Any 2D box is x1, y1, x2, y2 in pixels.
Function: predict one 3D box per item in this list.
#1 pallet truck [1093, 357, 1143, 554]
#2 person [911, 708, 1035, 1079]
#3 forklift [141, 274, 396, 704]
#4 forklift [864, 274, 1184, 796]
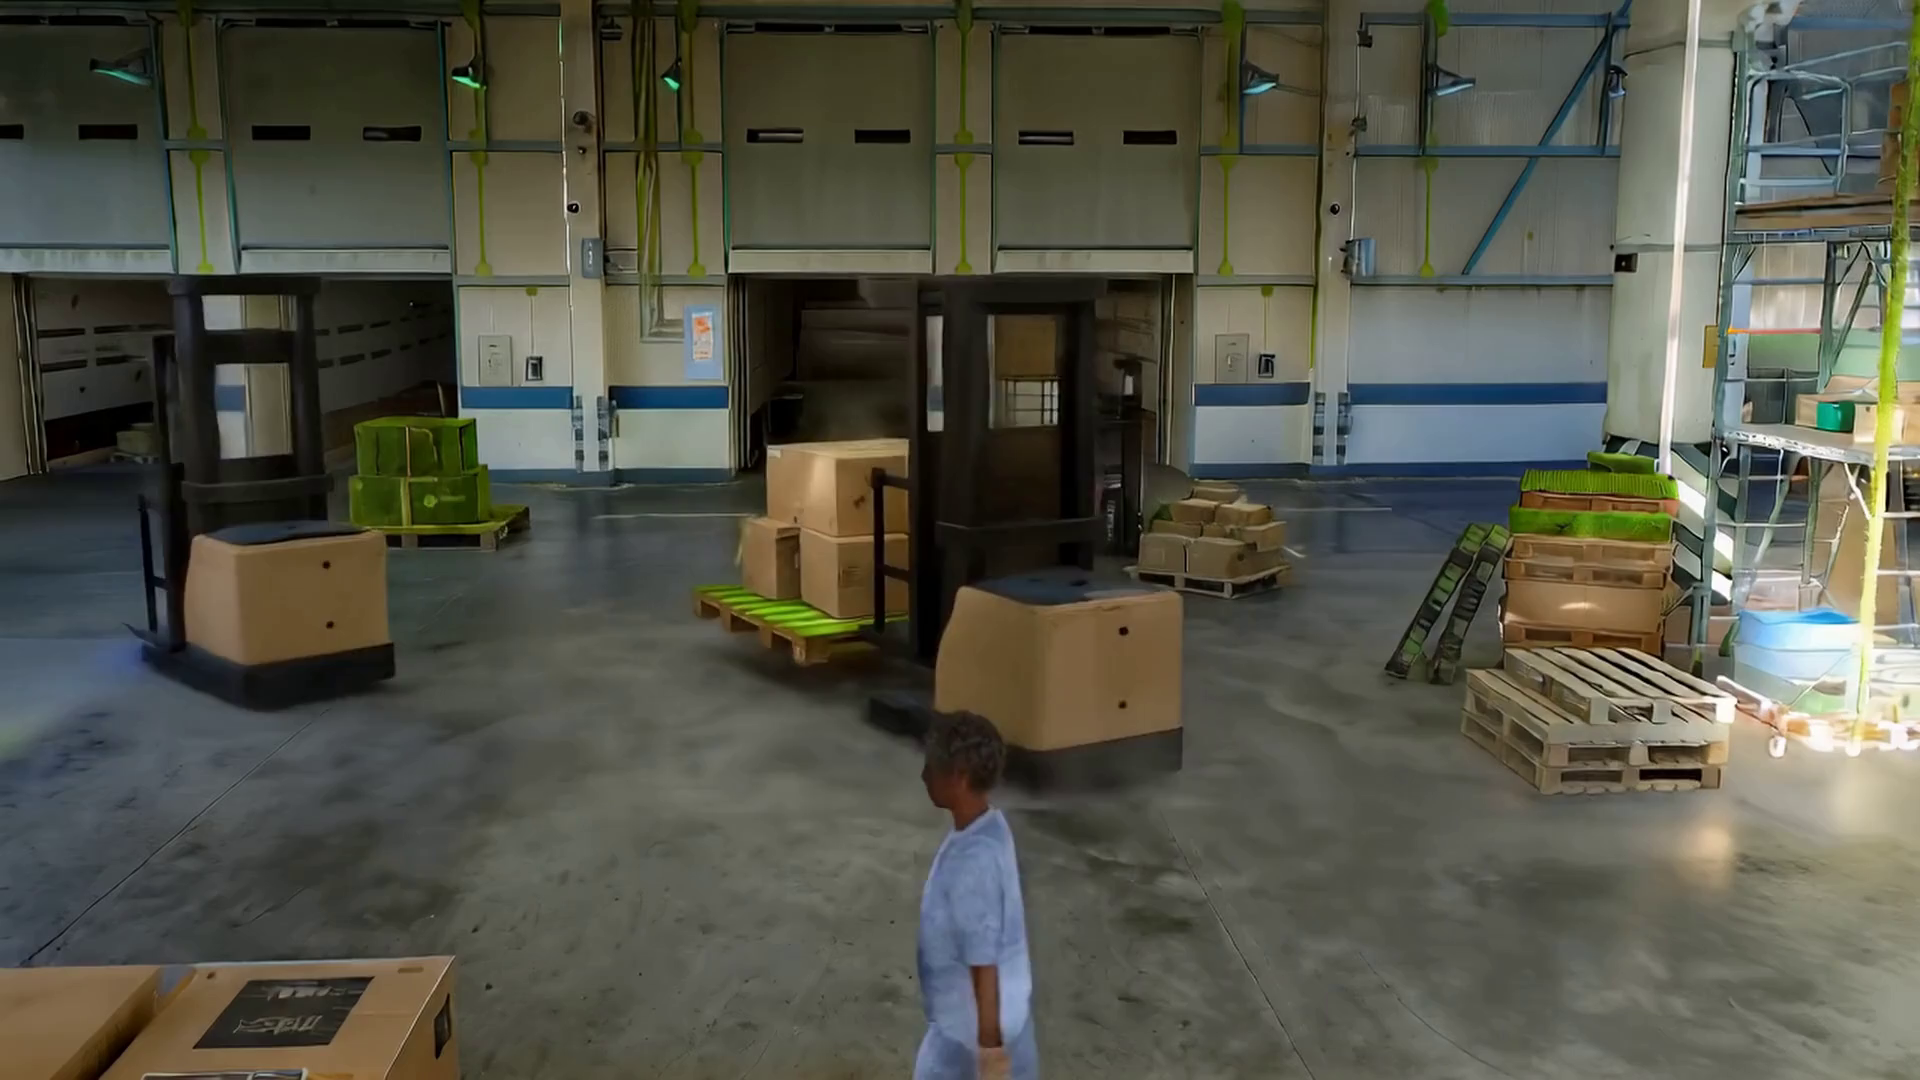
[{"bbox_3d":[2.088,-0.836,16.757,1.885,1.965,0.823,2,9,13],"label":"pallet truck"},{"bbox_3d":[0.118,1.275,4.570,0.847,1.662,0.531,1,9,4],"label":"person"},{"bbox_3d":[-4.856,-0.439,11.501,1.129,2.768,1.873,-9,12,-43],"label":"forklift"},{"bbox_3d":[0.359,-0.135,9.597,1.129,2.768,1.873,-5,10,-30],"label":"forklift"}]
